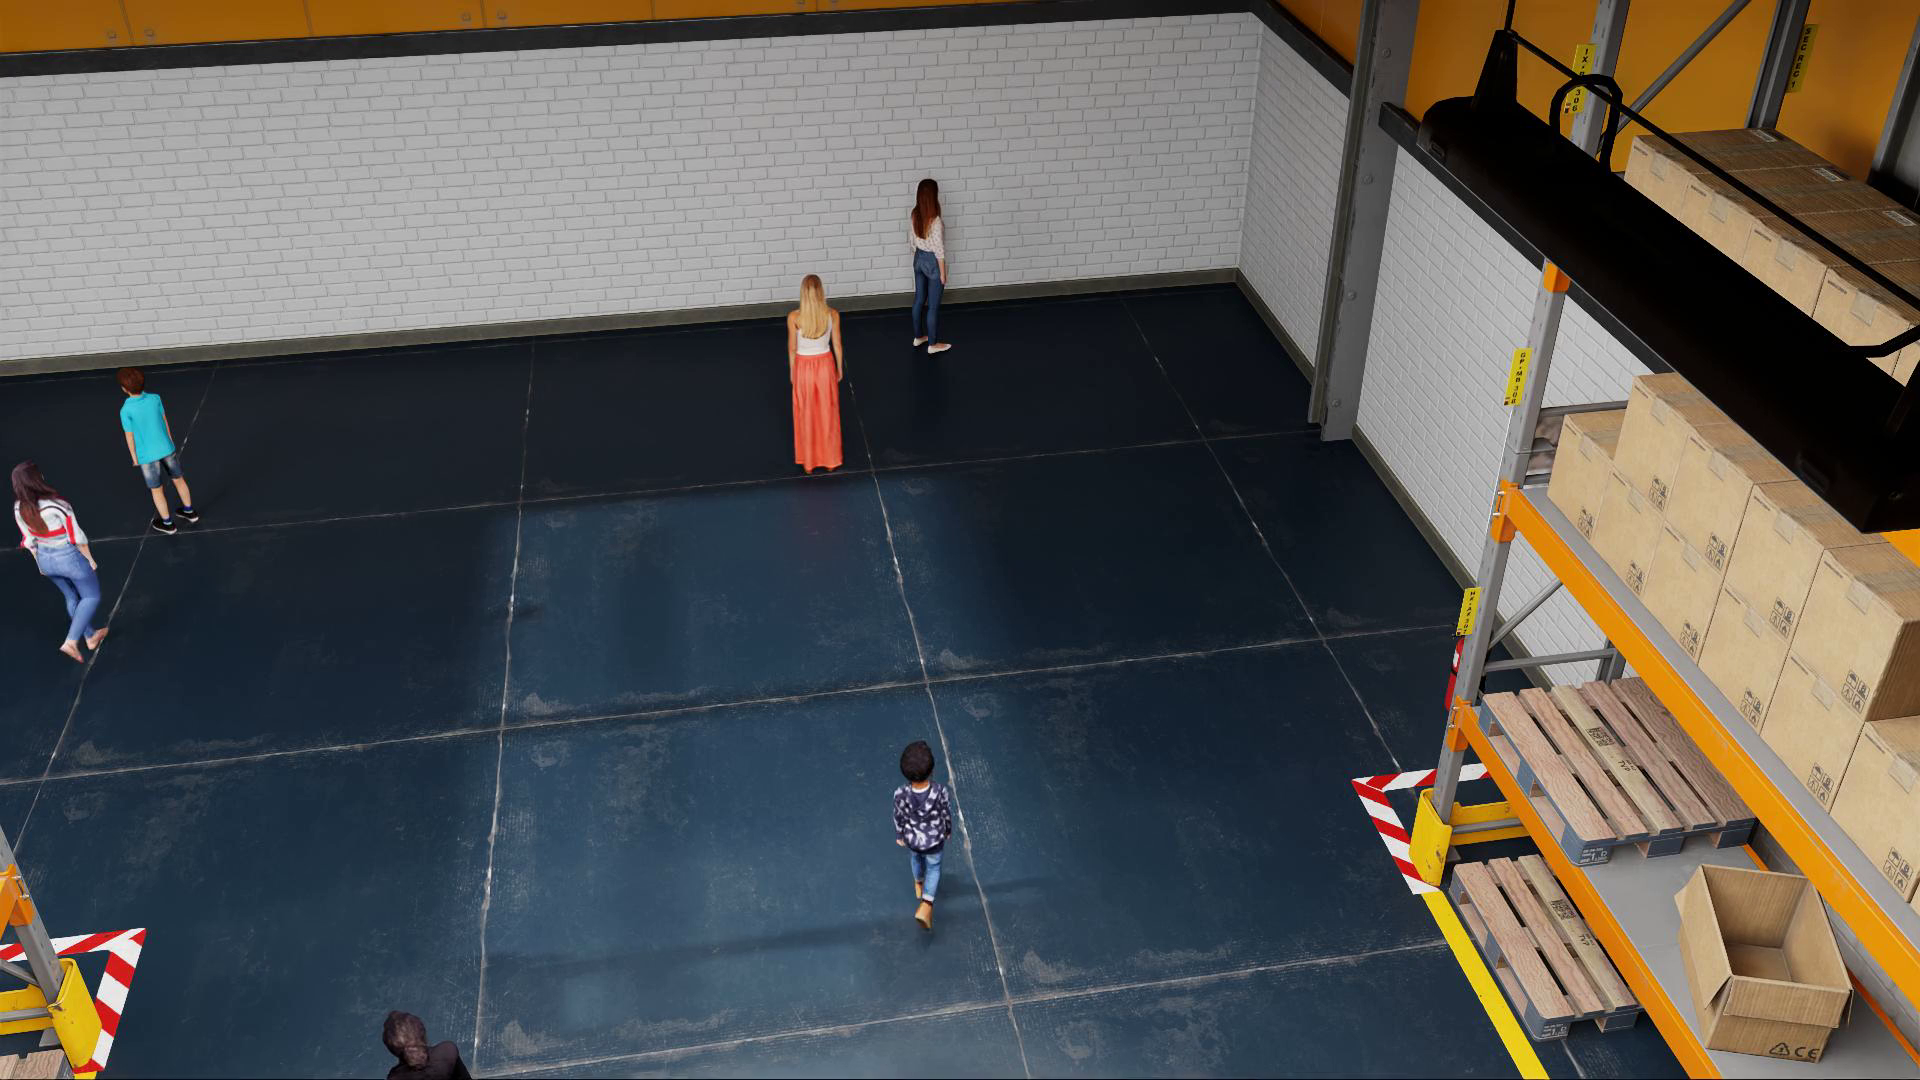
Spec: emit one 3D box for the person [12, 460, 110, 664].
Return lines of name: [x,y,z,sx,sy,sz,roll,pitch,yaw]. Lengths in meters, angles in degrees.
person: [-6.412,0.194,11.817,0.712,1.600,0.888,2,34,3]

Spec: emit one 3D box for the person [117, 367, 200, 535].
person: [-6.468,-0.743,13.363,0.644,1.450,0.587,22,40,30]

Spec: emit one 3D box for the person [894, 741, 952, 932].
person: [-0.216,1.750,9.807,0.641,1.234,0.853,4,34,6]

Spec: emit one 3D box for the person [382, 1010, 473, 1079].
person: [-2.389,2.862,7.814,0.901,1.589,1.119,-24,41,-32]

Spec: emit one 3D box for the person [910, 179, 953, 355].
person: [-0.307,-2.641,15.967,0.713,1.728,0.600,-26,41,-33]

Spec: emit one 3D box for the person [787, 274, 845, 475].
person: [-1.220,-1.391,14.020,0.599,1.801,0.553,-6,34,-9]
